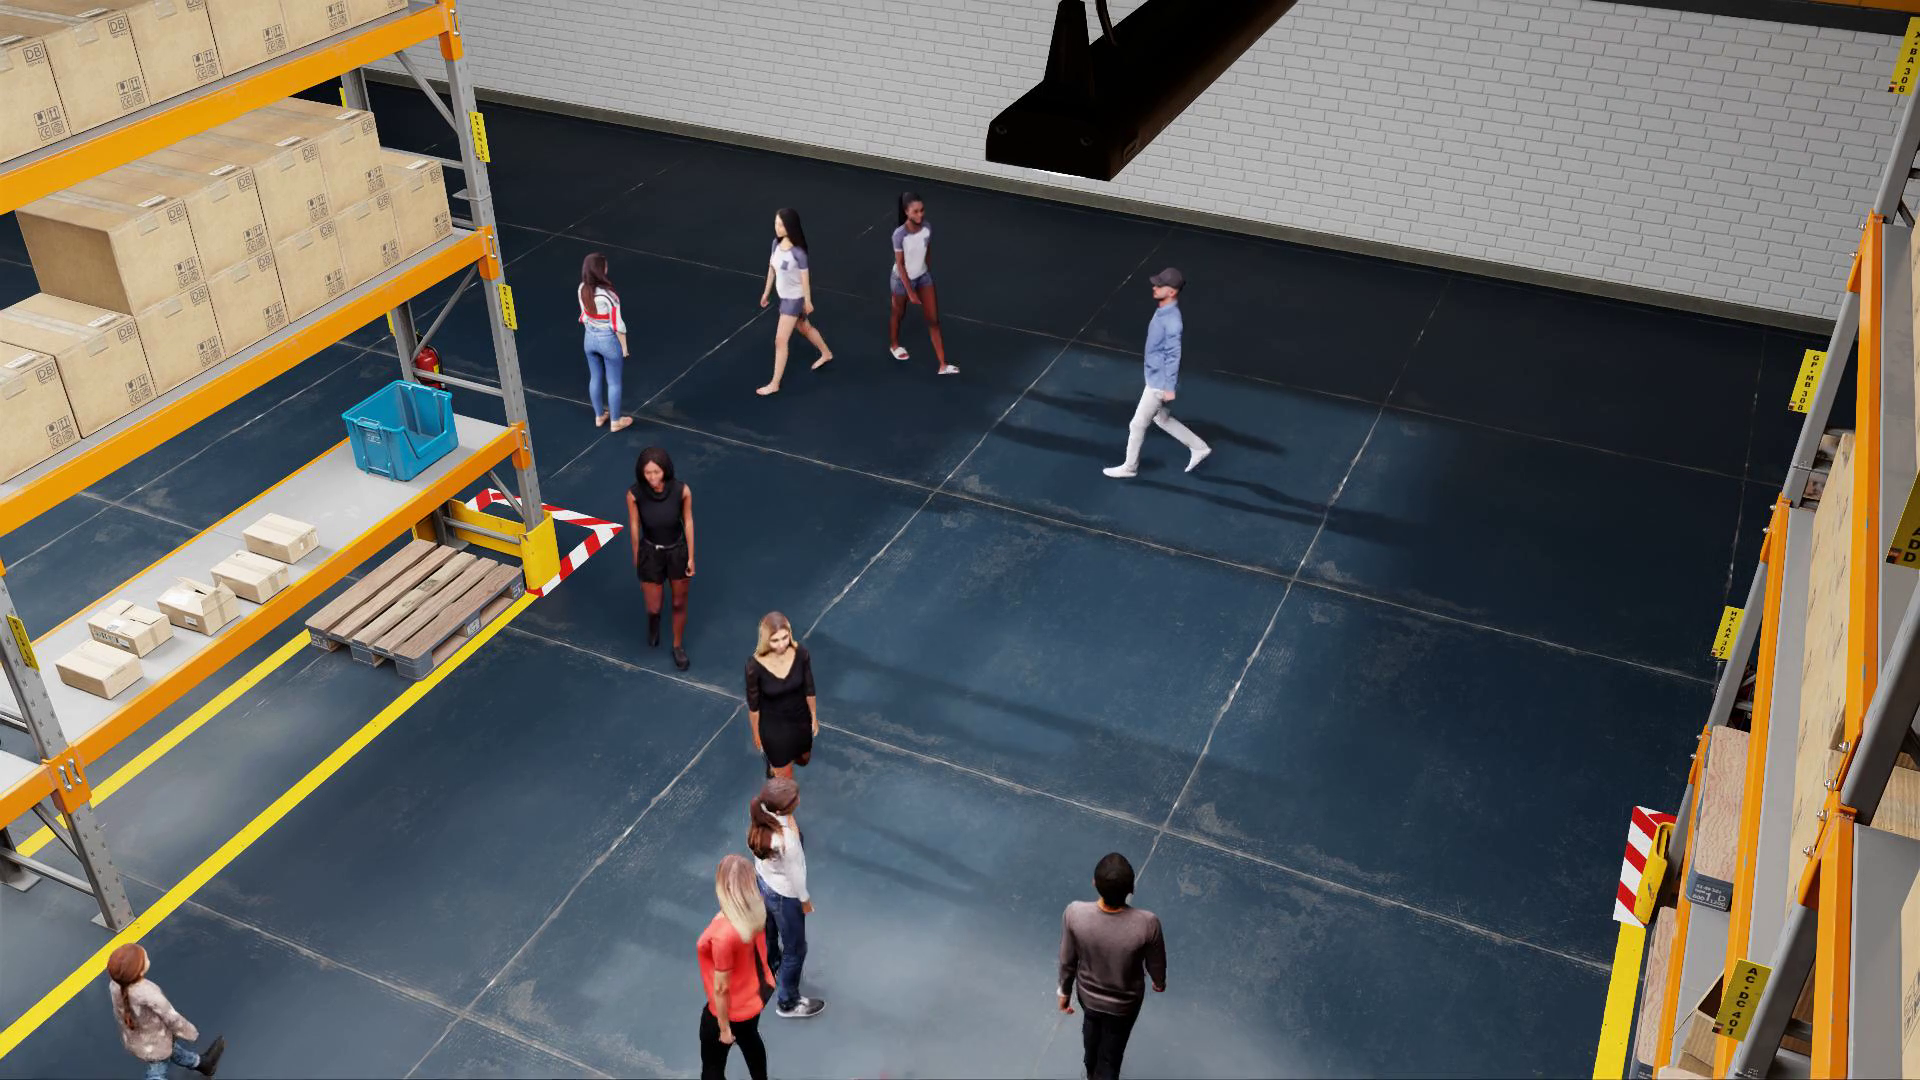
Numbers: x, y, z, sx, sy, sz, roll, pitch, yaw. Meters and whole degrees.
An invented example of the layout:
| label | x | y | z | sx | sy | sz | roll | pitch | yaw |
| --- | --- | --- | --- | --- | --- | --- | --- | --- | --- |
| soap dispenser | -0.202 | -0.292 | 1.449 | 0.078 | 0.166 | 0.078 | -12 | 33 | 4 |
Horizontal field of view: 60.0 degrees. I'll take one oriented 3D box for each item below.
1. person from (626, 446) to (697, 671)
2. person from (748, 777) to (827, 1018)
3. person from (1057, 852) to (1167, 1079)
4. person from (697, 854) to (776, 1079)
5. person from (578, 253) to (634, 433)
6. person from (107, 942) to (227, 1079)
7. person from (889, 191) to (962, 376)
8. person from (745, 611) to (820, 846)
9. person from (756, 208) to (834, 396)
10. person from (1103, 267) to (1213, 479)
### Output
| label | x | y | z | sx | sy | sz | roll | pitch | yaw |
| --- | --- | --- | --- | --- | --- | --- | --- | --- | --- |
| person | -2.016 | 0.081 | 11.346 | 0.770 | 1.729 | 0.833 | -8 | 34 | -11 |
| person | -0.988 | 1.834 | 8.870 | 0.749 | 1.551 | 0.698 | 24 | 40 | 31 |
| person | 0.698 | 2.264 | 8.044 | 0.843 | 1.748 | 0.688 | 14 | 36 | 21 |
| person | -1.004 | 2.231 | 8.159 | 0.803 | 1.676 | 0.573 | 5 | 34 | 8 |
| person | -3.033 | -1.676 | 14.096 | 0.587 | 1.611 | 0.491 | 15 | 36 | 21 |
| person | -4.035 | 2.503 | 8.212 | 0.507 | 1.164 | 0.802 | 15 | 36 | 21 |
| person | -0.498 | -2.325 | 15.014 | 1.189 | 1.675 | 1.046 | -23 | 40 | -30 |
| person | -1.076 | 1.068 | 9.927 | 0.889 | 1.657 | 0.893 | -14 | 36 | -21 |
| person | -1.425 | -2.164 | 14.786 | 1.212 | 1.660 | 0.976 | -22 | 40 | -30 |
| person | 1.676 | -1.307 | 13.317 | 1.000 | 1.859 | 1.151 | 1 | 34 | 1 |
